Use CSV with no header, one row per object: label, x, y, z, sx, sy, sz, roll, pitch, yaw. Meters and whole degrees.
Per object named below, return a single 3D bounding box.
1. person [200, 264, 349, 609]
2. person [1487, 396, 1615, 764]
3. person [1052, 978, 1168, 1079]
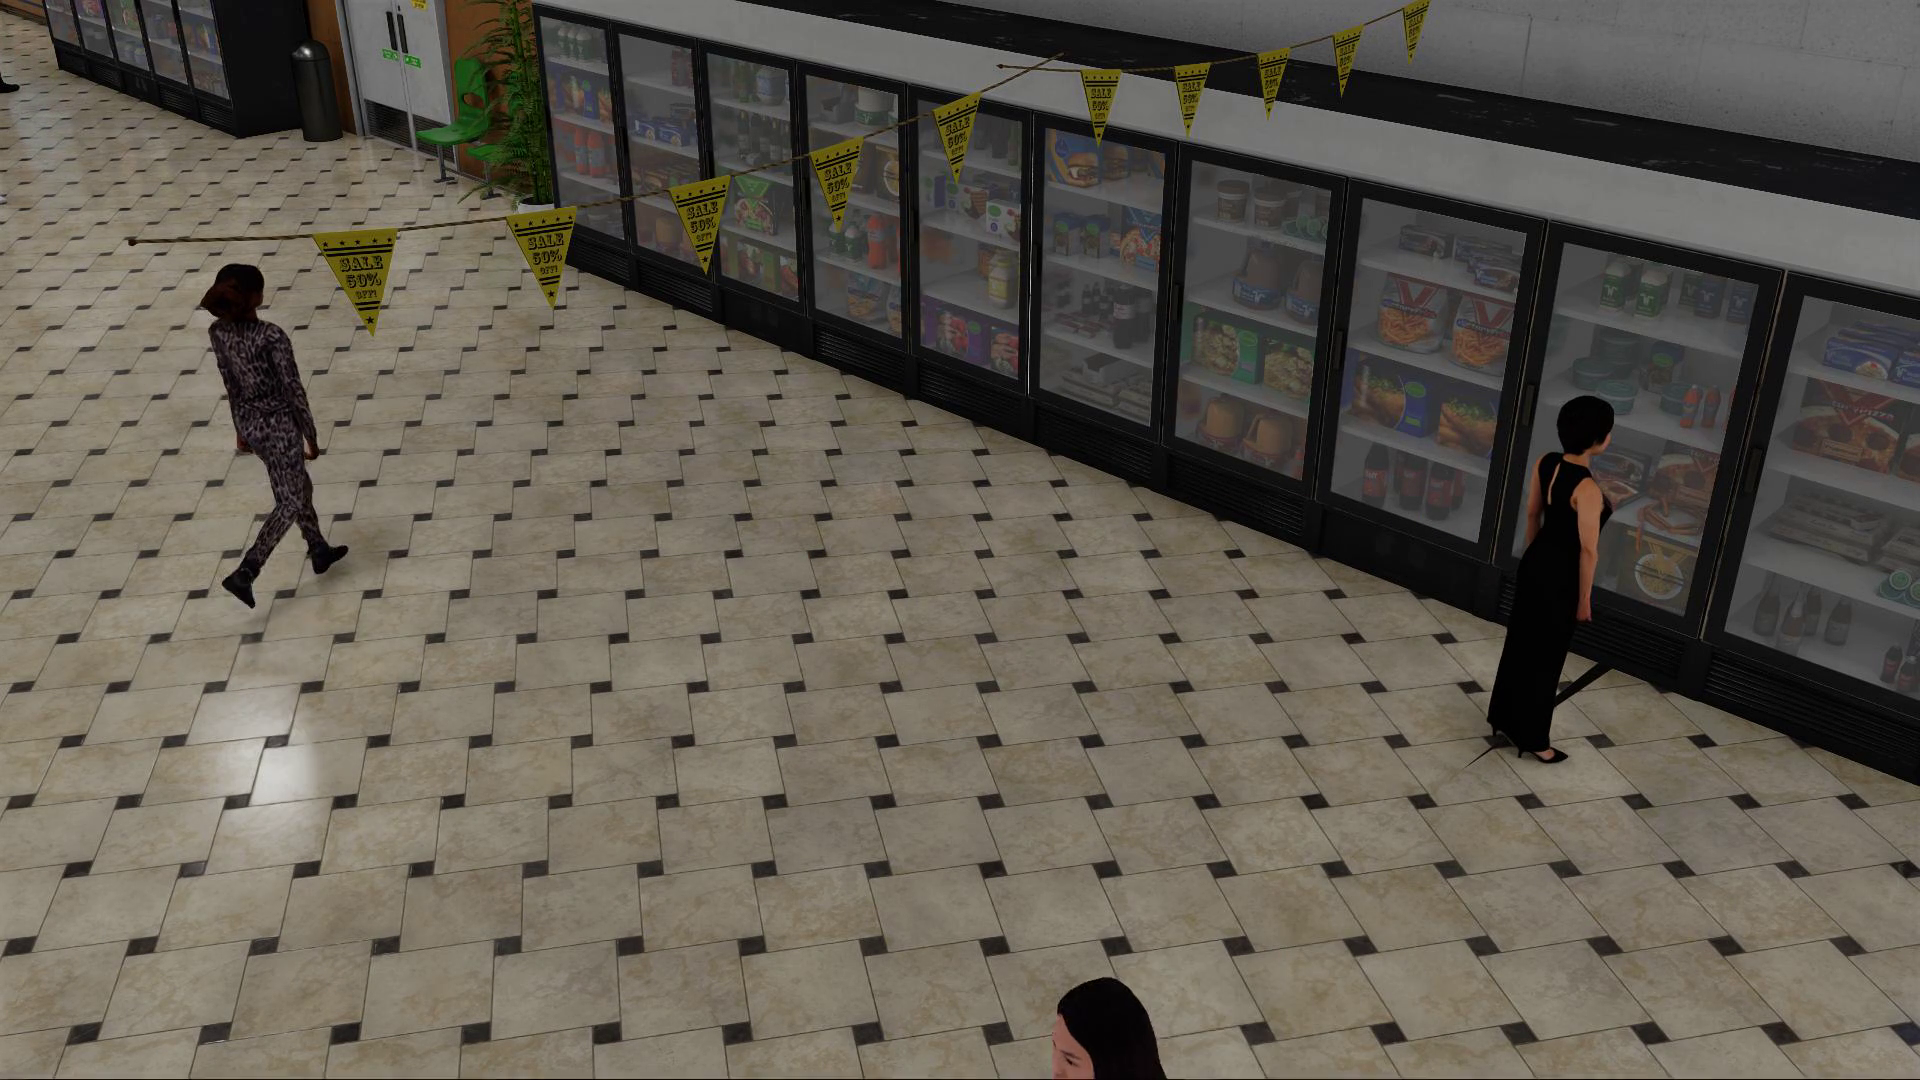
person,-3.362,-0.471,7.998,0.886,1.687,1.172,10,28,18
person,2.428,0.164,6.840,0.677,1.603,0.665,-7,28,-13
person,0.400,1.663,3.738,0.788,1.735,0.708,-15,30,-27
